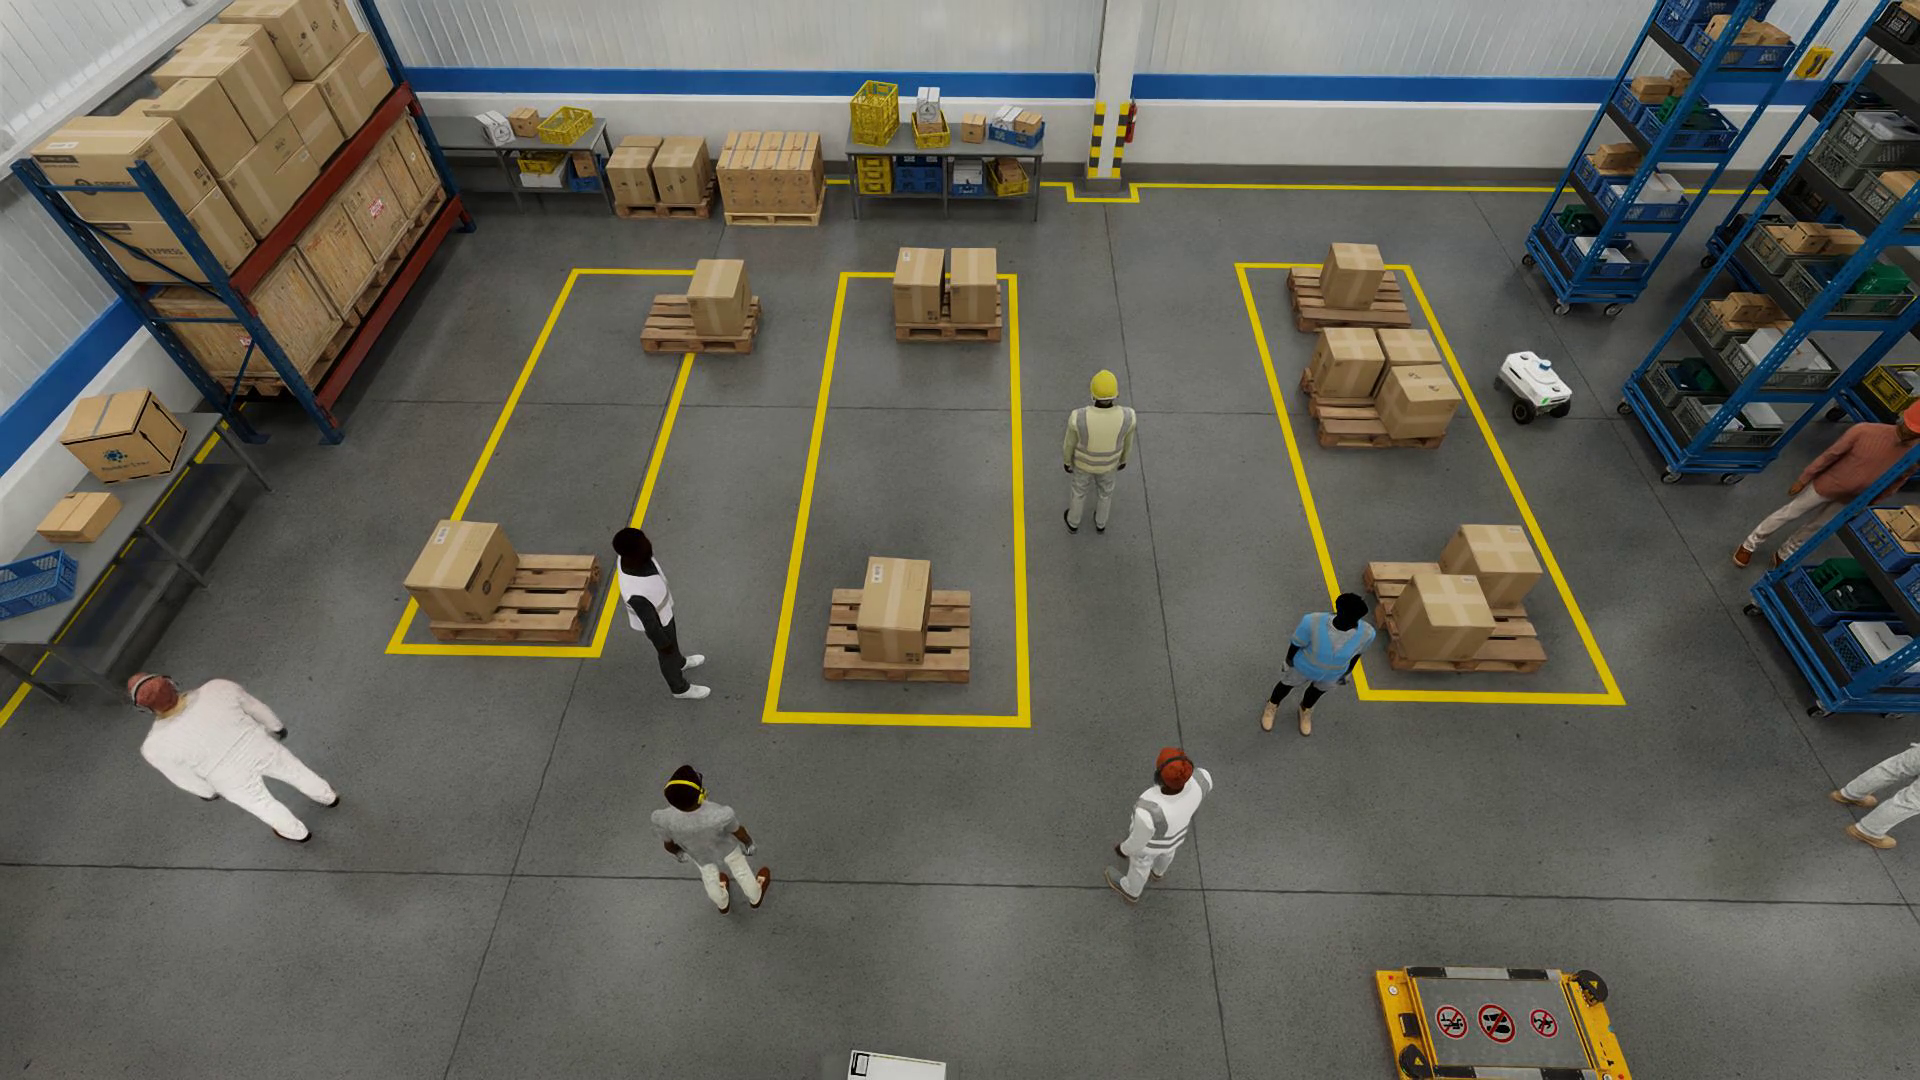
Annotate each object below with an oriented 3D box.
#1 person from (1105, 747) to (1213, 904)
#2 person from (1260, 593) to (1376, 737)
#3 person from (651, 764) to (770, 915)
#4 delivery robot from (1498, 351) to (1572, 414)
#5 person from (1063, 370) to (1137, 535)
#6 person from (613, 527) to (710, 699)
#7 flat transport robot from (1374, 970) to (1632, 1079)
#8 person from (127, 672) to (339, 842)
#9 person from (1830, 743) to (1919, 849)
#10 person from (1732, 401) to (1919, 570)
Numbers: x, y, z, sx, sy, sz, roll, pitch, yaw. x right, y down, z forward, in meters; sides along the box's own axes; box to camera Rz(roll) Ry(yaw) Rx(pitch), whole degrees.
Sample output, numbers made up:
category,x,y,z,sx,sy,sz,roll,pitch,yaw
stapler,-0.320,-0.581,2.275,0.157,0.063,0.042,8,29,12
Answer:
category,x,y,z,sx,sy,sz,roll,pitch,yaw
person,1.265,1.858,5.919,0.572,1.886,0.354,-28,56,-21
person,2.653,0.931,6.795,0.539,1.696,0.317,8,51,6
person,-1.583,1.944,5.859,0.538,1.869,0.313,-5,51,-4
delivery robot,6.017,-1.669,9.588,0.477,0.478,0.707,-11,52,-9
person,1.198,-0.740,8.079,0.594,1.826,0.404,0,51,0
person,-2.303,0.566,6.951,0.378,1.917,0.598,-13,52,-11
flat transport robot,3.501,3.133,5.914,1.431,0.197,0.652,1,51,1
person,-4.923,1.466,6.233,0.394,1.900,0.657,16,53,13
person,6.787,1.512,6.231,0.429,1.842,0.620,11,52,9
person,7.404,-0.412,7.699,0.622,1.992,0.393,21,54,16
